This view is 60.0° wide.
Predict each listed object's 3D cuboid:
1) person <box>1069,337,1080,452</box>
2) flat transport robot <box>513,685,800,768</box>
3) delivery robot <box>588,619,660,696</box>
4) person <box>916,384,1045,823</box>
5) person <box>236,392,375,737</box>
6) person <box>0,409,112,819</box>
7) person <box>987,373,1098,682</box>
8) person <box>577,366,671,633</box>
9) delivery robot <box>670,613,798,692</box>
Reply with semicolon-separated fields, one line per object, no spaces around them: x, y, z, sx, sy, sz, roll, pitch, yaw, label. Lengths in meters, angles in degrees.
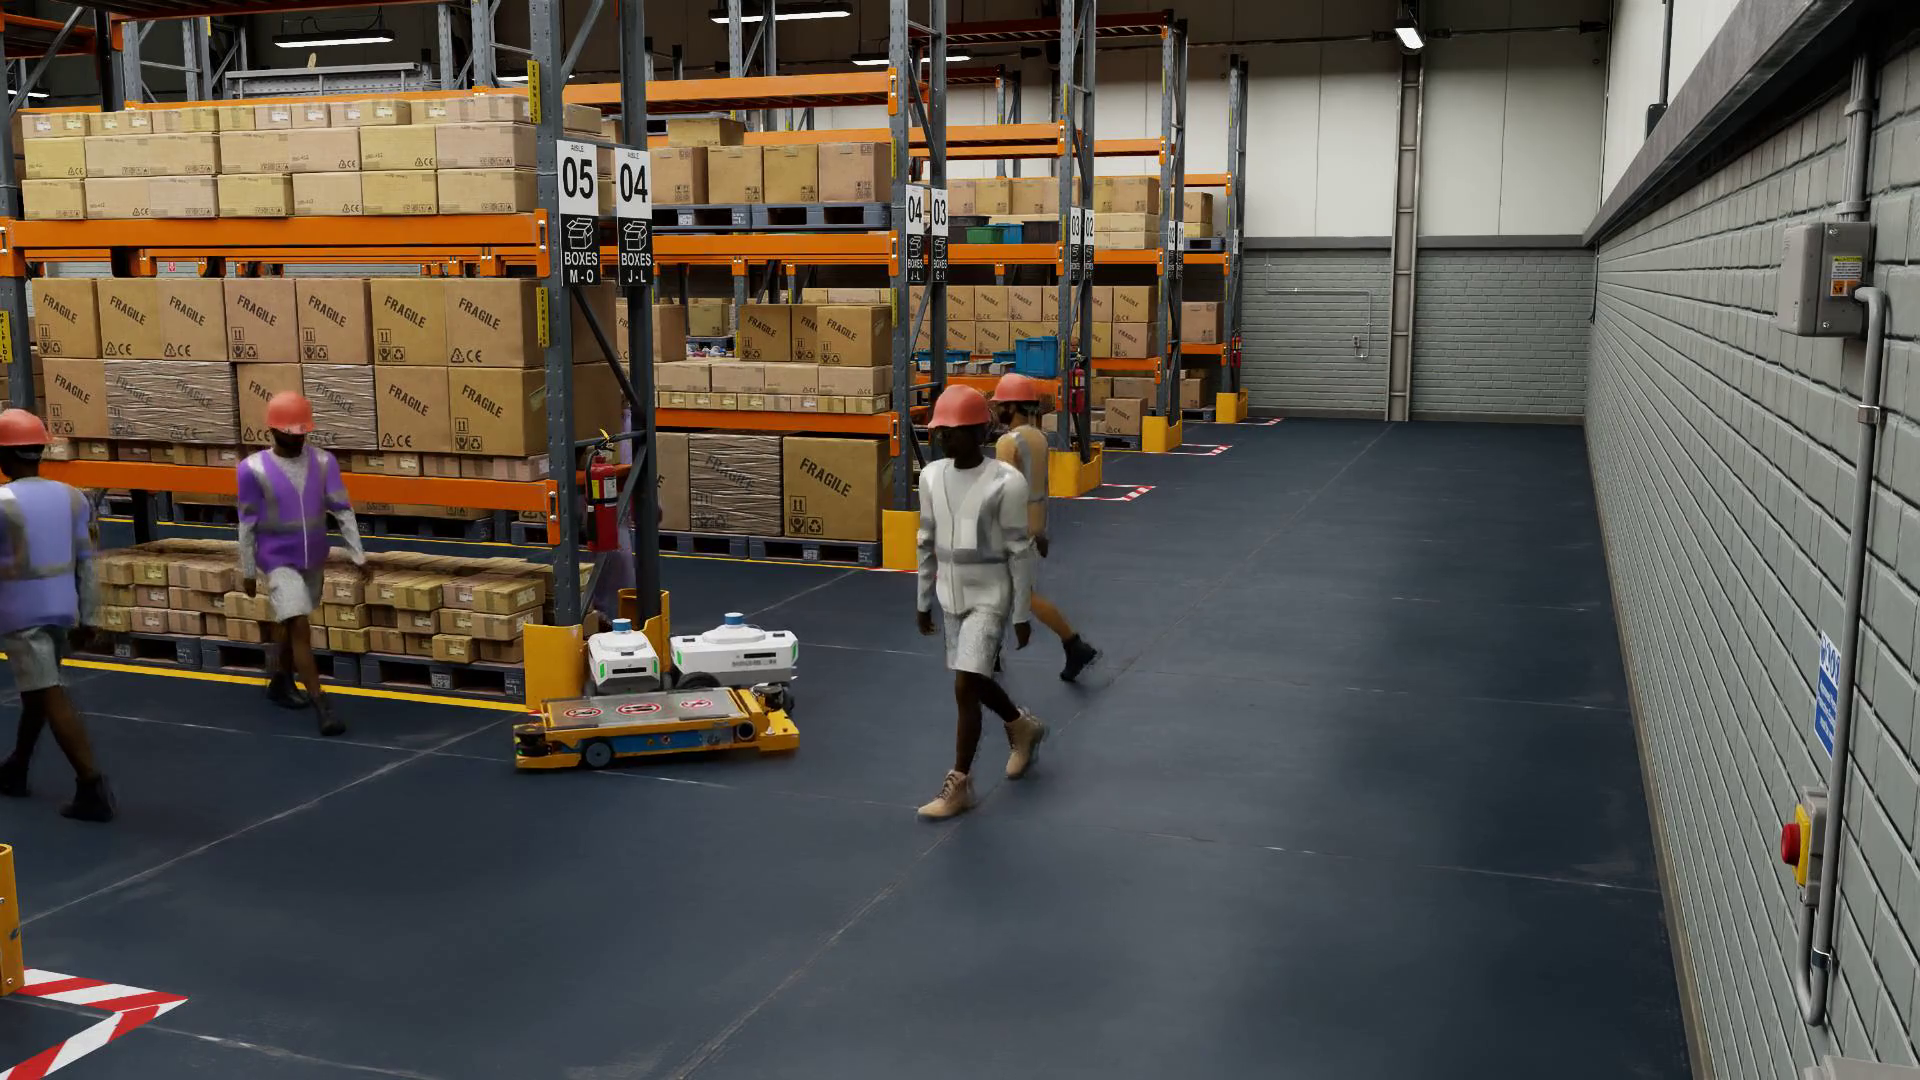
1.543;-2.005;23.102;0.281;1.634;0.498;2;9;15;person
-1.608;0.972;8.761;1.431;0.197;0.652;-3;9;-16;flat transport robot
-1.899;0.686;9.369;0.477;0.478;0.707;-3;10;-17;delivery robot
0.117;0.256;7.860;0.619;2.013;0.951;8;12;40;person
-3.688;0.102;9.254;1.004;1.874;0.634;9;12;43;person
-4.311;0.337;7.712;0.997;1.888;0.547;3;10;20;person
0.422;-0.075;10.240;0.923;1.911;0.544;4;10;21;person
-2.265;-0.246;11.371;0.920;1.864;0.683;4;10;24;person
-1.291;0.661;9.529;0.707;0.478;0.477;-2;9;-15;delivery robot
